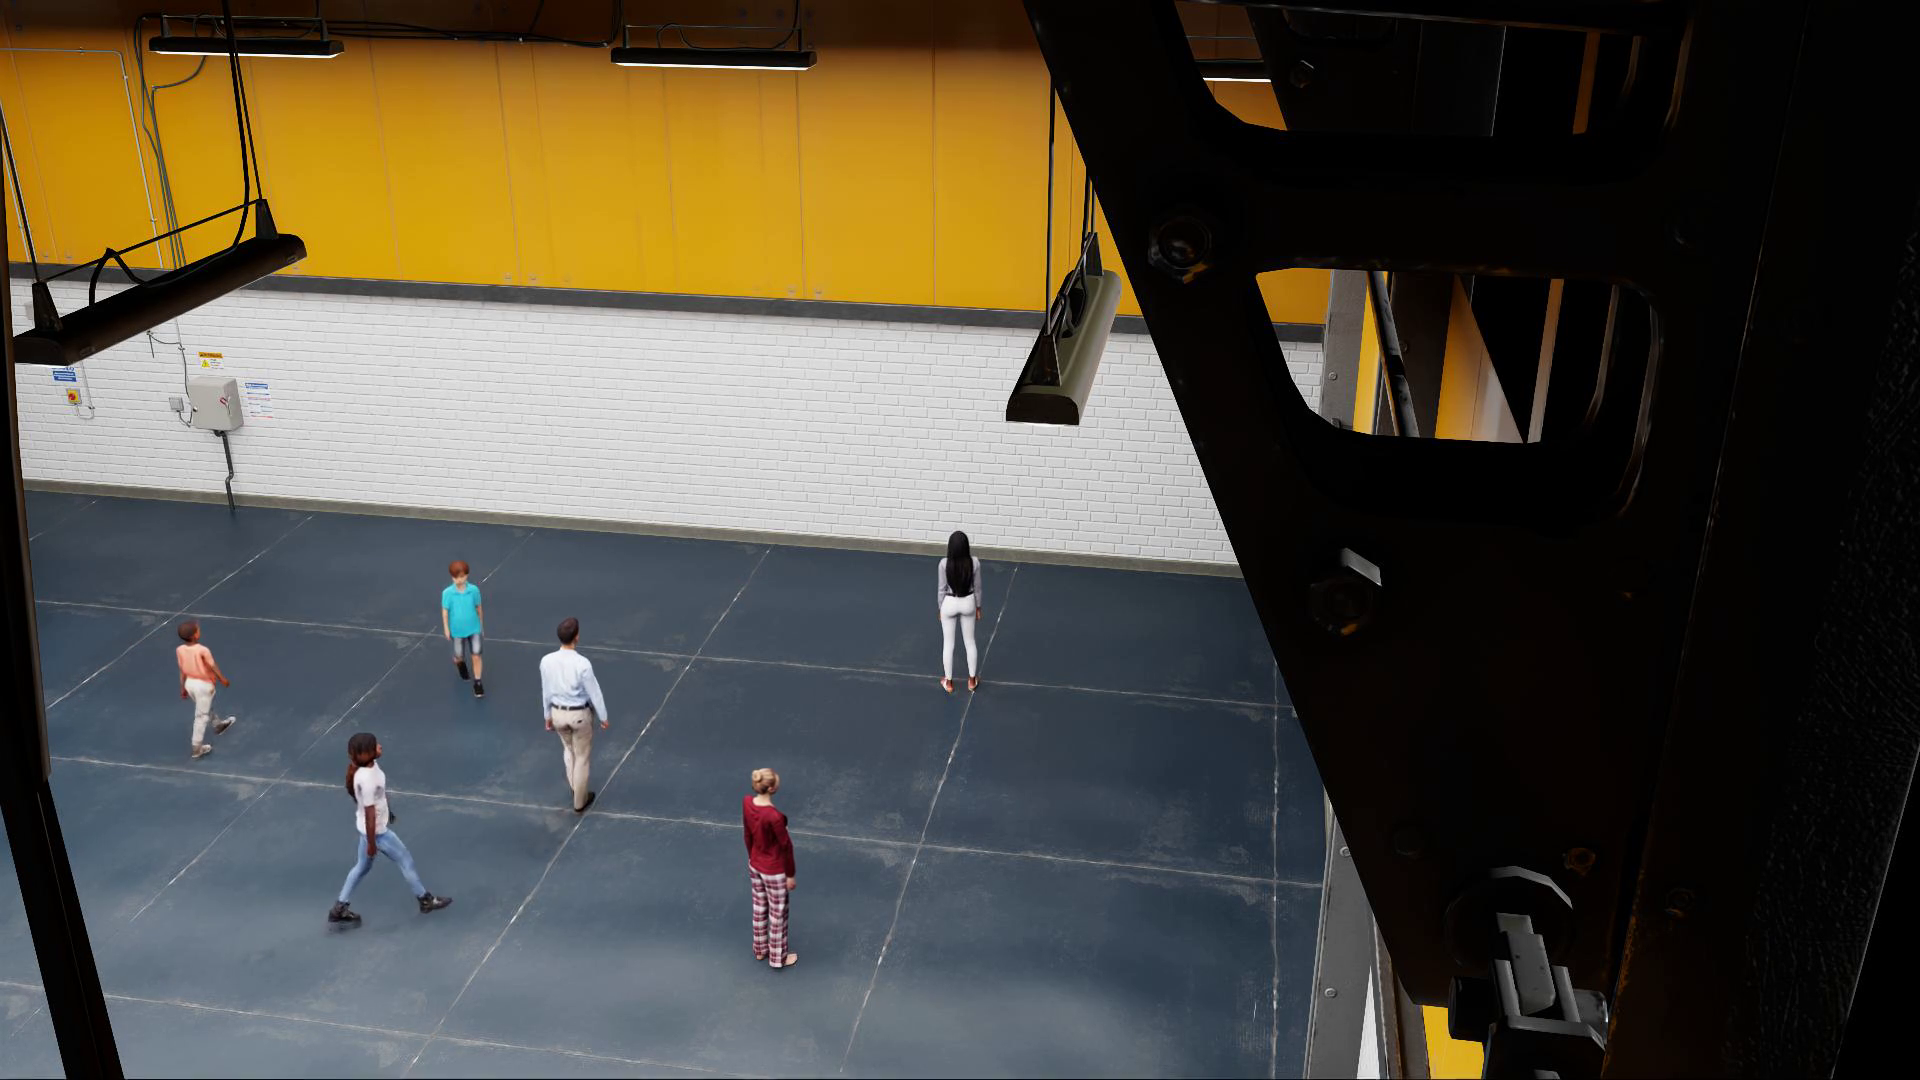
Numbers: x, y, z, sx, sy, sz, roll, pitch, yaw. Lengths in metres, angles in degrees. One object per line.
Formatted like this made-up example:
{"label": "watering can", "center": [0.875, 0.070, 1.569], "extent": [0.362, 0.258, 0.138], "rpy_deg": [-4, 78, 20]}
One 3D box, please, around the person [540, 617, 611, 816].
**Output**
{"label": "person", "center": [-3.373, 1.560, 14.363], "extent": [0.676, 1.836, 0.768], "rpy_deg": [5, 24, 10]}

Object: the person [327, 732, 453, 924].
{"label": "person", "center": [-4.630, 2.283, 12.912], "extent": [1.097, 1.673, 1.166], "rpy_deg": [-10, 26, -22]}

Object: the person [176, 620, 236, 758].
{"label": "person", "center": [-7.096, 1.393, 15.434], "extent": [0.557, 1.284, 0.902], "rpy_deg": [8, 25, 17]}

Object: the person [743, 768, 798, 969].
{"label": "person", "center": [-1.433, 2.441, 12.517], "extent": [0.683, 1.699, 0.685], "rpy_deg": [20, 30, 38]}

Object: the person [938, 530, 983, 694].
{"label": "person", "center": [-0.007, 0.693, 16.483], "extent": [0.650, 1.725, 0.620], "rpy_deg": [-3, 24, -7]}

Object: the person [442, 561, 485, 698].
{"label": "person", "center": [-4.920, 0.834, 16.520], "extent": [0.740, 1.437, 0.848], "rpy_deg": [-10, 26, -22]}
